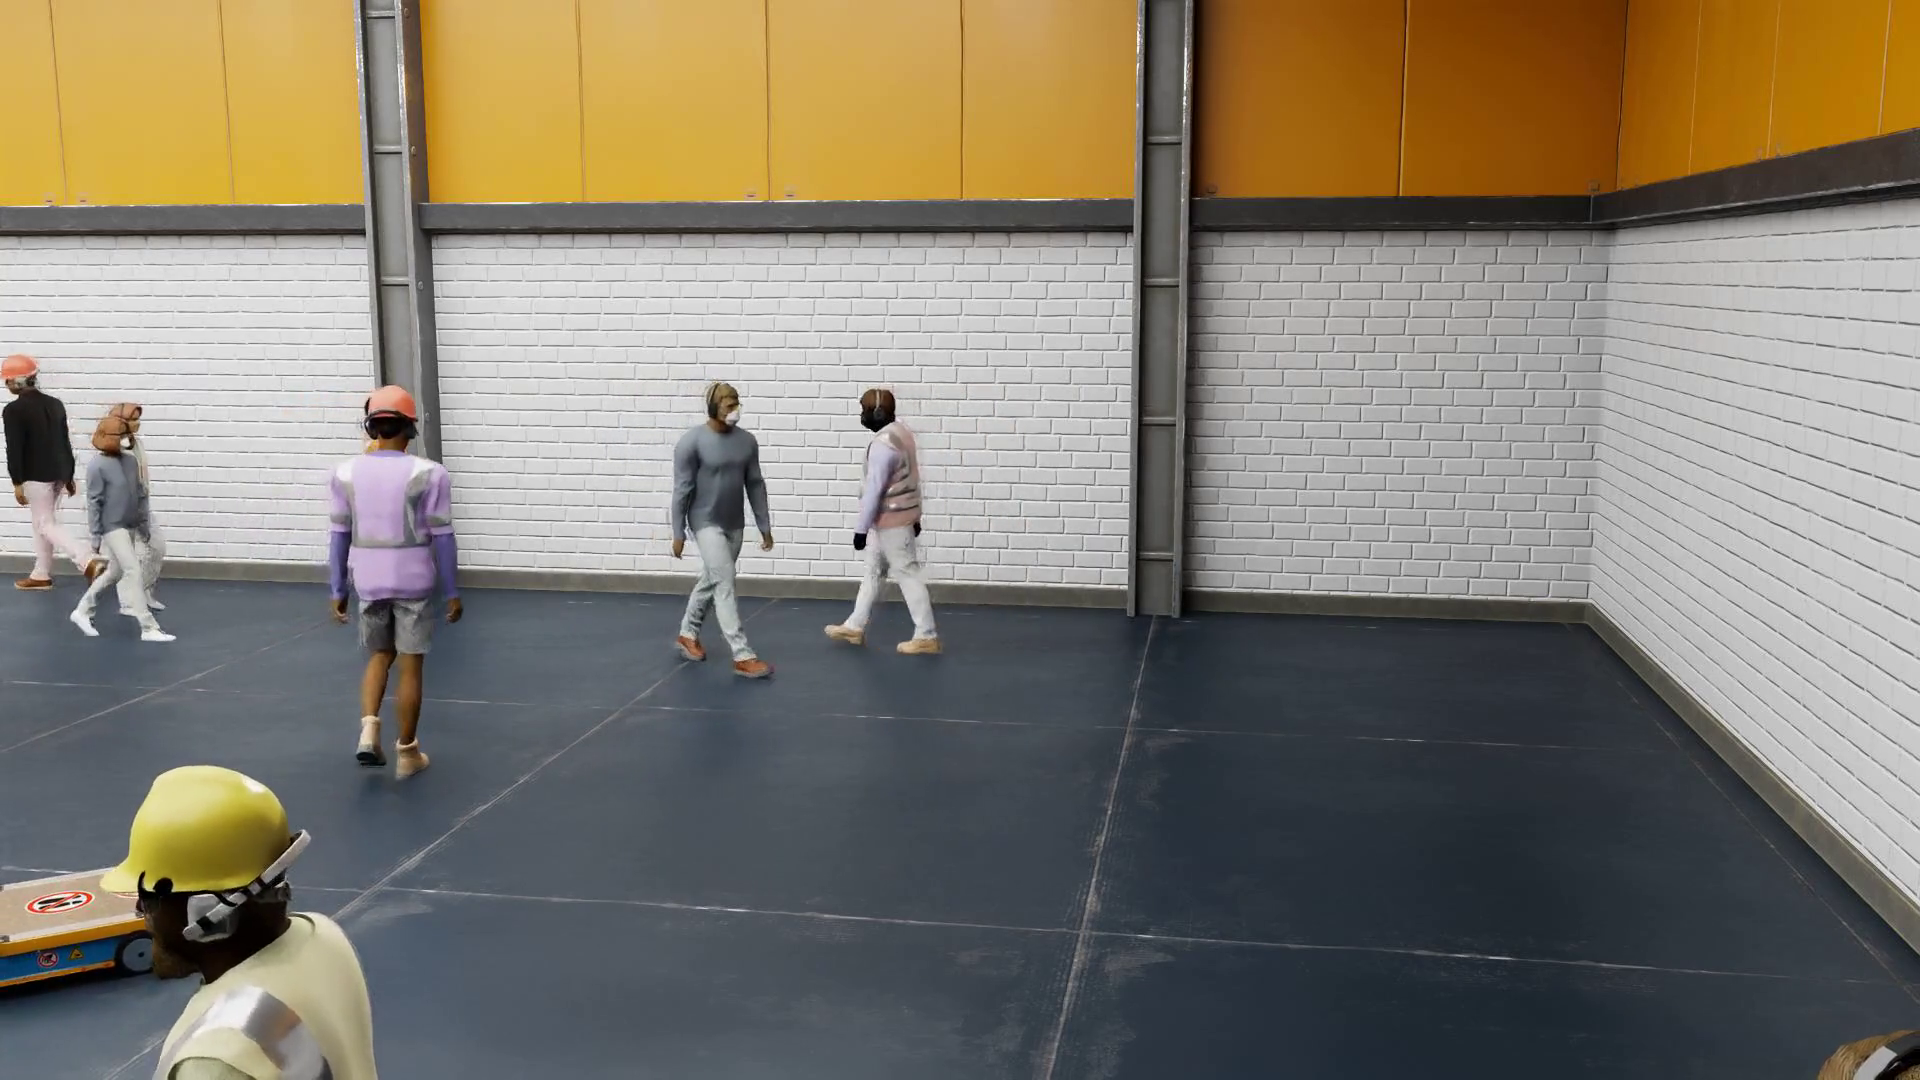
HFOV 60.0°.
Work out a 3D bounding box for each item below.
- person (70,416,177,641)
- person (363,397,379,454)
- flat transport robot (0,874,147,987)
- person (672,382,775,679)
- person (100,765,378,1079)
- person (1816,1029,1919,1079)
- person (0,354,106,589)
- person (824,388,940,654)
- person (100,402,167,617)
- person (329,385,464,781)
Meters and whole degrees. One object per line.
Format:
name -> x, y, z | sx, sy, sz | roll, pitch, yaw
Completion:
person -> -5.966, -0.081, 11.715 | 0.815, 1.605, 0.503 | 1, 9, 6
person -> -4.358, -0.261, 12.552 | 0.316, 1.687, 0.604 | -3, 10, -19
flat transport robot -> -3.461, 1.468, 6.238 | 1.431, 0.197, 0.652 | -6, 11, -31
person -> -1.585, -0.086, 10.850 | 1.001, 1.896, 0.644 | 8, 12, 39
person -> -1.161, 1.257, 2.777 | 0.404, 1.822, 0.594 | -1, 9, -7
person -> 0.884, 1.386, 1.664 | 0.630, 1.934, 0.367 | -3, 10, -16
person -> -7.298, -0.520, 13.361 | 0.899, 1.958, 0.624 | 2, 9, 11
person -> -0.562, -0.122, 11.322 | 0.935, 1.798, 0.655 | 1, 9, 8
person -> -6.203, -0.220, 12.478 | 0.395, 1.626, 0.531 | 1, 9, 4
person -> -2.868, 0.227, 8.497 | 0.629, 2.025, 0.460 | 1, 9, 5
